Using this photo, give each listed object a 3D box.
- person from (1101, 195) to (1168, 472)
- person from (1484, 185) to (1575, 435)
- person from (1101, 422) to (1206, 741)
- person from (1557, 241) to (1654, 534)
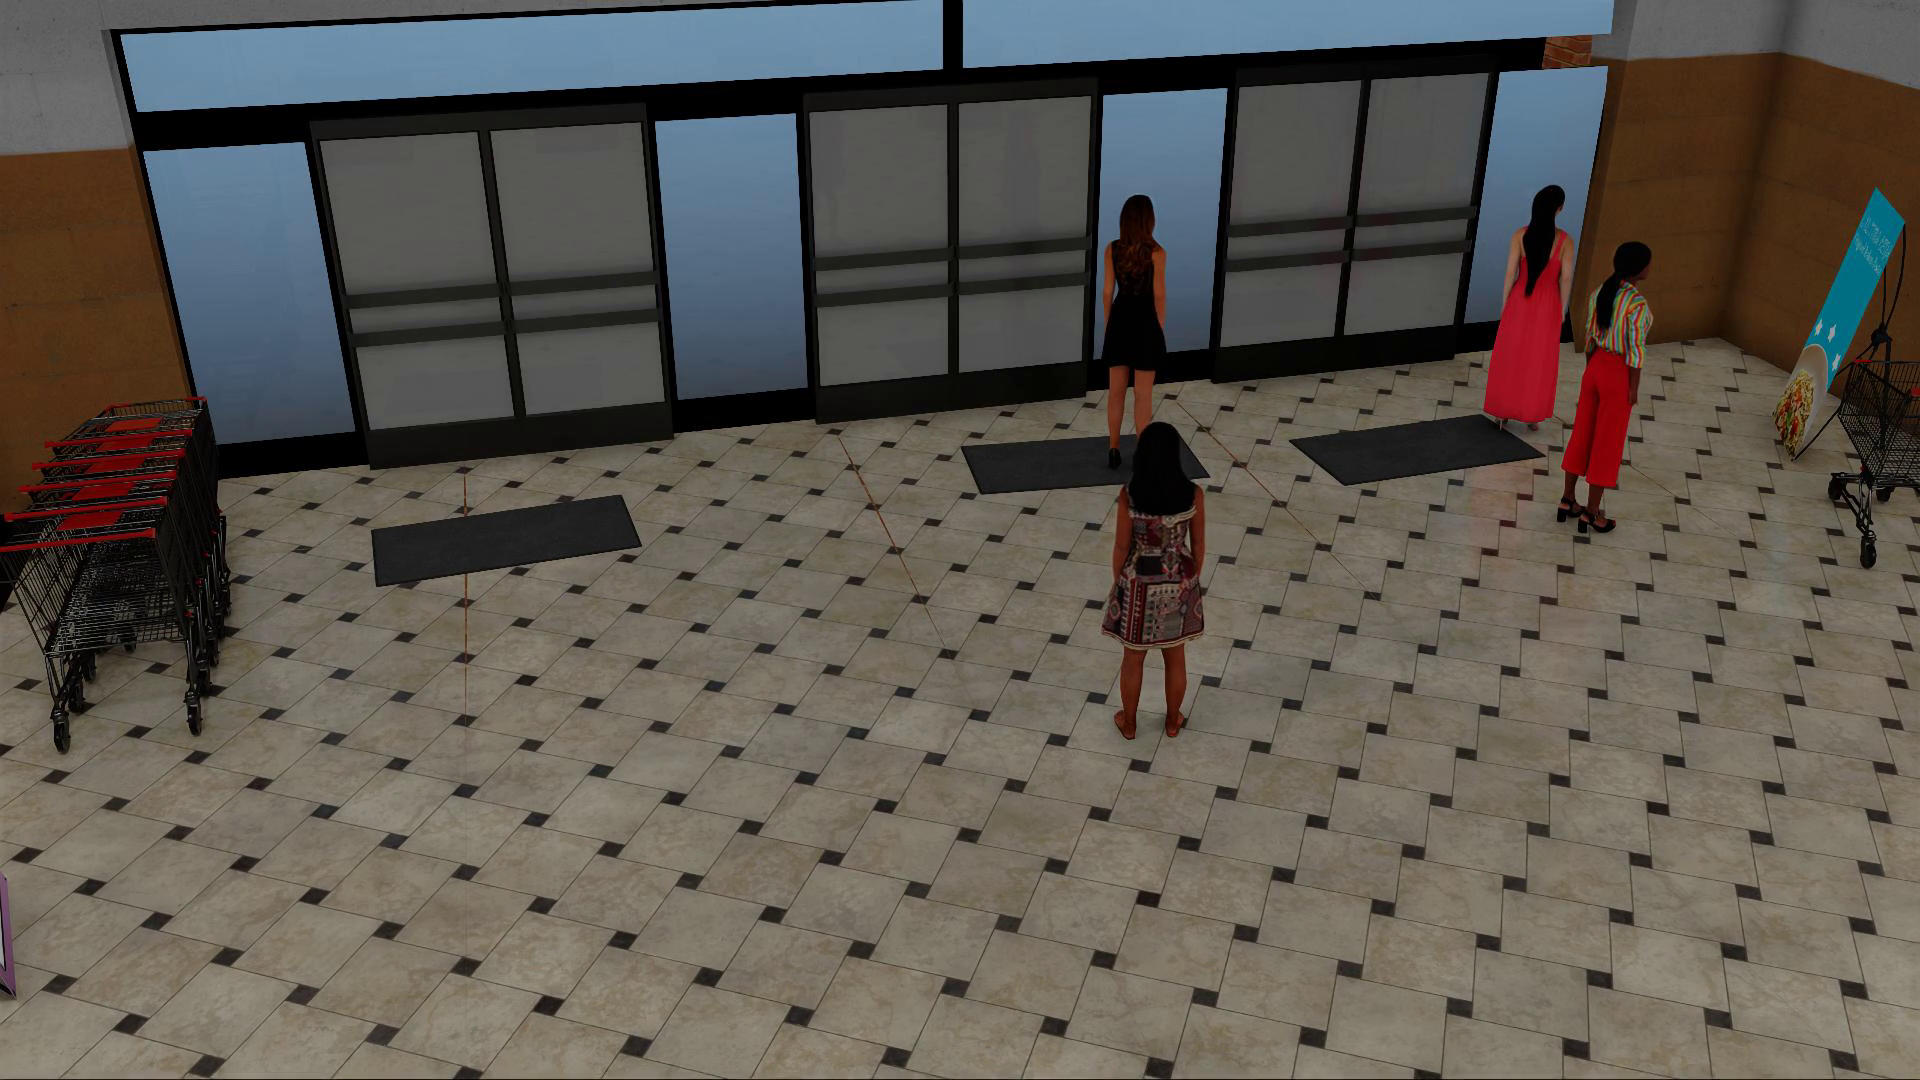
[{"bbox_3d":[1.103,-1.303,10.648,0.672,1.834,0.713,12,29,22],"label":"person"},{"bbox_3d":[3.877,-1.553,11.261,0.714,1.726,0.762,12,29,23],"label":"person"},{"bbox_3d":[0.929,0.208,7.881,0.693,1.643,0.603,-1,27,-2],"label":"person"},{"bbox_3d":[3.859,-0.908,9.916,0.686,1.792,0.511,-11,29,-21],"label":"person"}]
